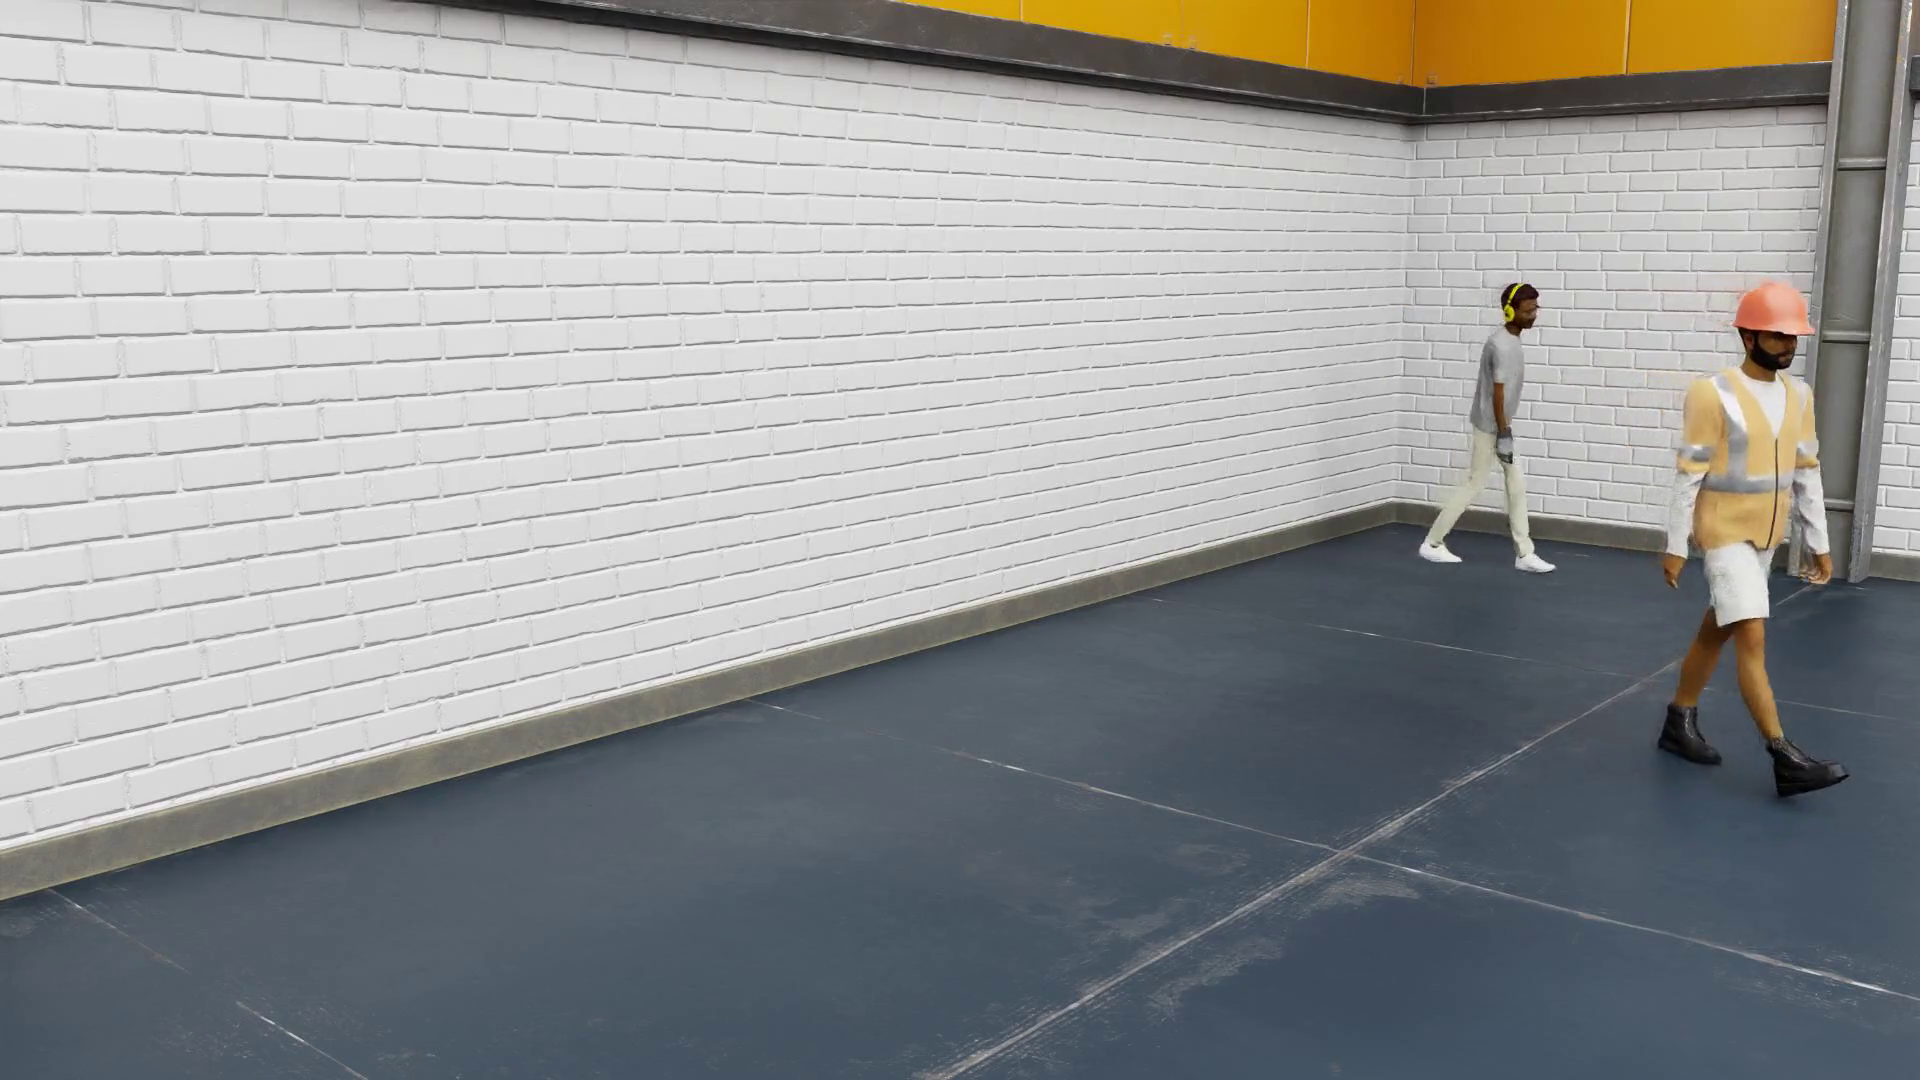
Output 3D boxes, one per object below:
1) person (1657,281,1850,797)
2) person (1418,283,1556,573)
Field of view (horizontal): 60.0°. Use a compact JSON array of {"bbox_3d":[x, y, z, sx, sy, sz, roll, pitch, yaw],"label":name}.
[{"bbox_3d":[3.022,-0.004,6.223,0.573,1.888,0.962,-4,11,-22],"label":"person"},{"bbox_3d":[3.353,-0.706,10.489,0.872,1.823,0.532,7,12,36],"label":"person"}]
